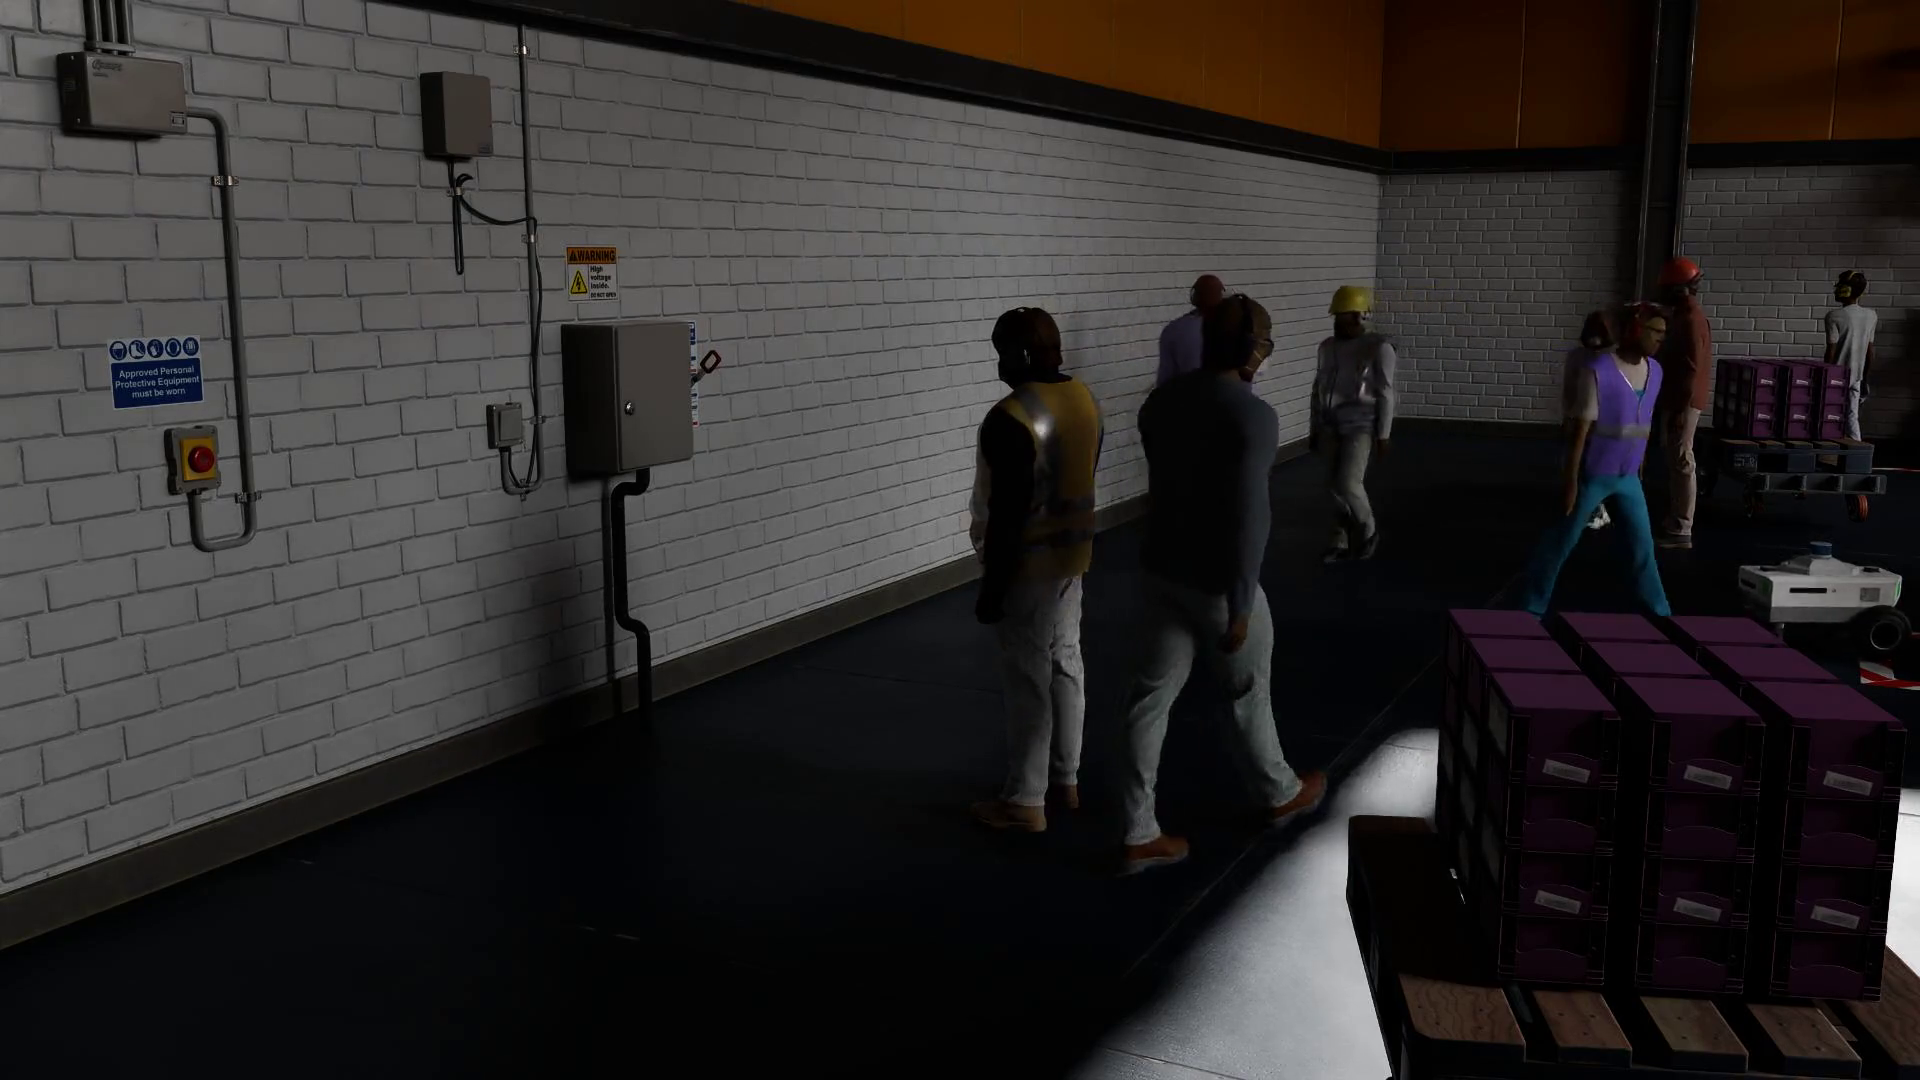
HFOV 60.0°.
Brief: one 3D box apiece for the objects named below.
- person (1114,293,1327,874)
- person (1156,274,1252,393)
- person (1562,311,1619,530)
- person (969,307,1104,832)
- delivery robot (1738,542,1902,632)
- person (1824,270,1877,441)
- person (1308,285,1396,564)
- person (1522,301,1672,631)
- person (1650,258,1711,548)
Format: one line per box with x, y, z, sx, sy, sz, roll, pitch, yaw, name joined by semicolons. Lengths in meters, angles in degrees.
0.890;0.131;5.558;1.010;1.877;0.617;-8;12;-38;person
1.660;-0.864;11.332;0.649;1.885;0.739;1;10;8;person
4.651;-0.868;12.149;0.519;1.591;0.734;8;13;39;person
0.246;0.104;5.871;0.429;1.838;0.621;6;12;31;person
4.348;0.253;8.435;0.707;0.478;0.477;0;10;2;delivery robot
7.508;-1.348;14.159;0.531;1.876;0.318;-3;10;-15;person
2.508;-0.734;10.770;0.428;1.815;0.610;-7;12;-35;person
3.294;-0.301;8.380;0.672;1.775;0.993;-6;11;-30;person
4.931;-0.935;11.448;0.397;1.984;0.608;4;11;21;person
